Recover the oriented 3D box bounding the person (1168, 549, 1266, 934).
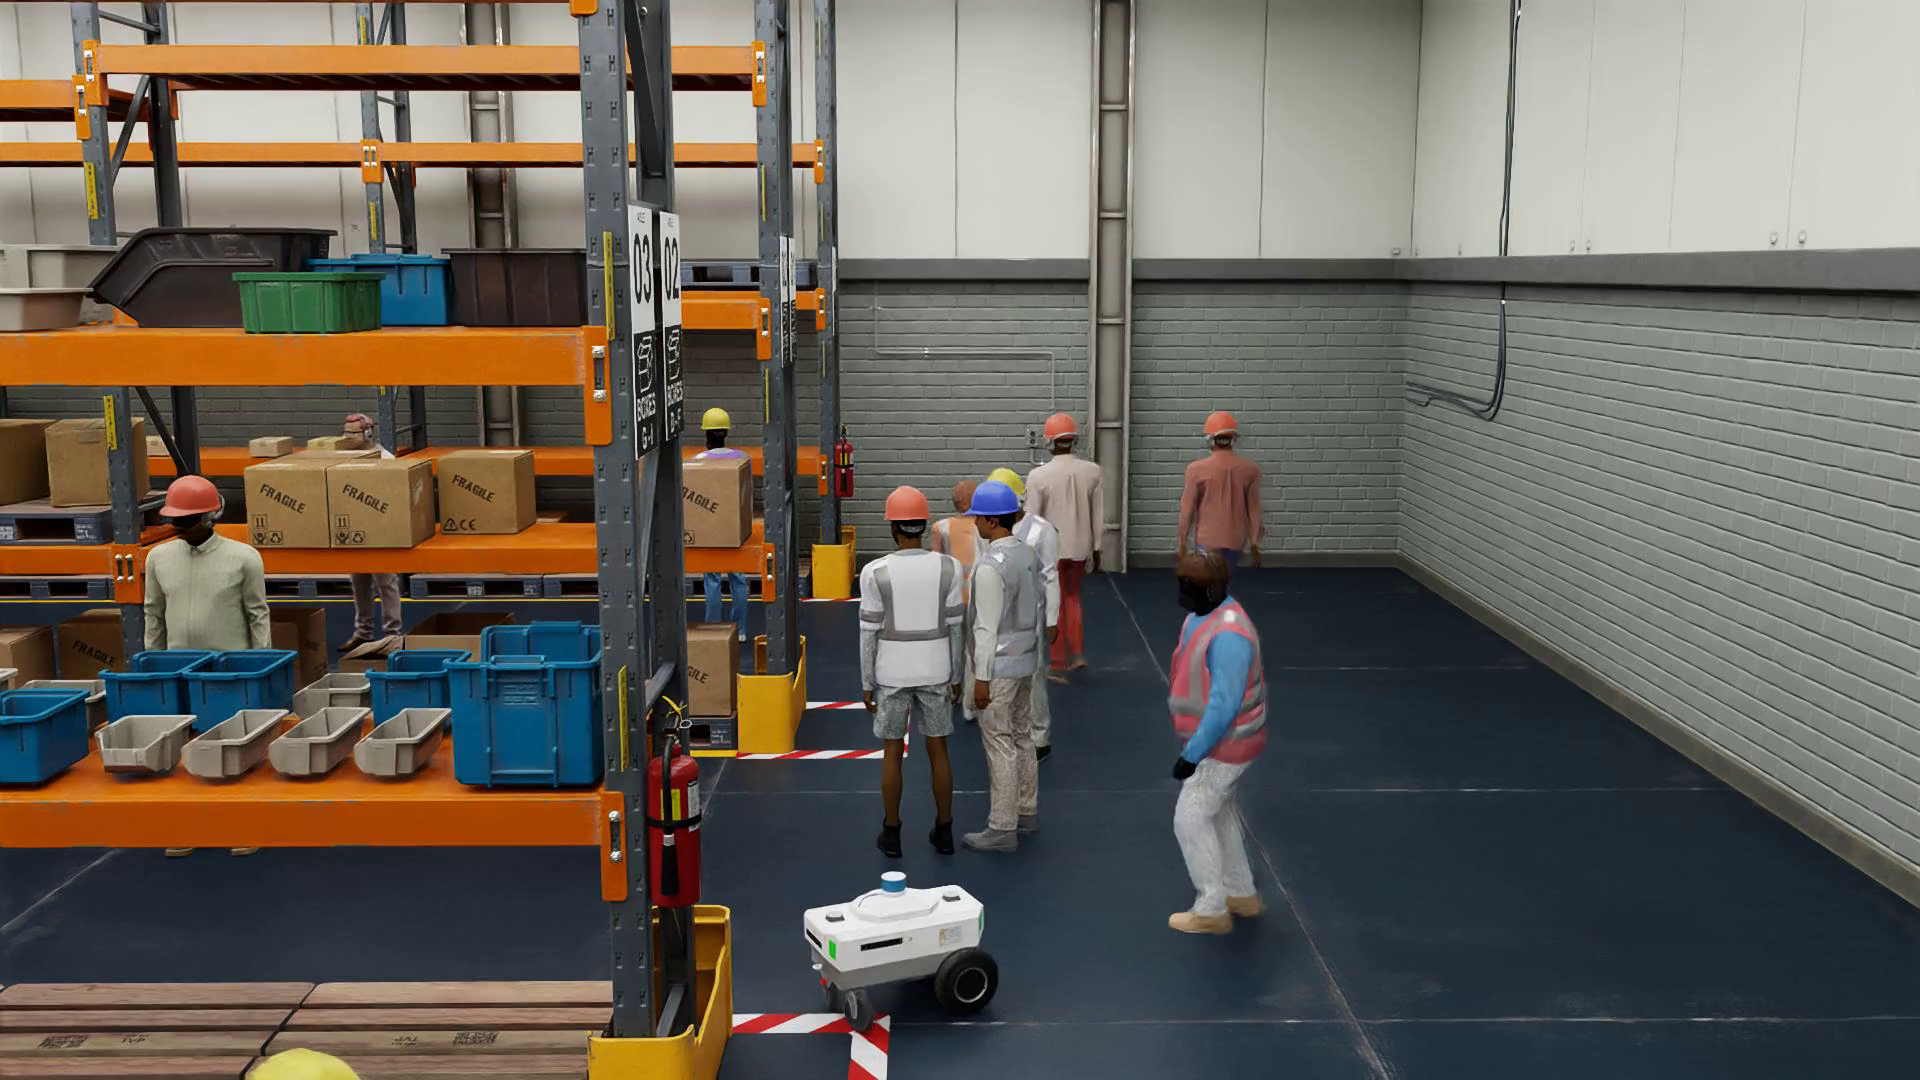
[{"bbox_3d":[1.170,0.920,7.523,0.522,1.793,0.657,0,9,-1],"label":"person"}]

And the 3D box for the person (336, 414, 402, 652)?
[{"bbox_3d":[-4.670,-0.040,13.082,0.643,1.908,0.399,5,10,27],"label":"person"}]

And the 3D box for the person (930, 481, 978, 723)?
[{"bbox_3d":[0.055,0.396,11.309,0.528,1.611,0.721,1,9,4],"label":"person"}]

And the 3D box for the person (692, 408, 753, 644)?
[{"bbox_3d":[-1.936,-0.096,13.355,0.594,1.926,0.367,-8,12,-40],"label":"person"}]

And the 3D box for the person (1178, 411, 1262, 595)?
[{"bbox_3d":[2.002,0.006,12.645,0.638,1.968,0.938,-3,10,-18],"label":"person"}]

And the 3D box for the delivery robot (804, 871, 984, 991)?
[{"bbox_3d":[-0.272,1.607,6.827,0.707,0.478,0.477,-4,10,-25],"label":"delivery robot"}]

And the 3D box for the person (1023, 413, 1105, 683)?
[{"bbox_3d":[0.733,0.062,12.214,0.642,1.981,0.456,-4,10,-24],"label":"person"}]

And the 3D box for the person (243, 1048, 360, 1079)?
[{"bbox_3d":[-1.041,1.689,2.722,0.404,1.832,0.600,8,12,39],"label":"person"}]

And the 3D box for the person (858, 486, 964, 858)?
[{"bbox_3d":[-0.256,0.682,8.599,0.548,1.929,0.387,-2,9,-11],"label":"person"}]

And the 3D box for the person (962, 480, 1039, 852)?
[{"bbox_3d":[0.215,0.650,8.752,0.410,1.938,0.606,4,10,24],"label":"person"}]

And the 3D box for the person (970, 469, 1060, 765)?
[{"bbox_3d":[0.336,0.459,10.296,0.598,1.819,0.416,6,11,33],"label":"person"}]

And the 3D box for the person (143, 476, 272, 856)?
[{"bbox_3d":[-3.880,0.652,8.575,0.622,1.990,0.388,0,9,-3],"label":"person"}]
